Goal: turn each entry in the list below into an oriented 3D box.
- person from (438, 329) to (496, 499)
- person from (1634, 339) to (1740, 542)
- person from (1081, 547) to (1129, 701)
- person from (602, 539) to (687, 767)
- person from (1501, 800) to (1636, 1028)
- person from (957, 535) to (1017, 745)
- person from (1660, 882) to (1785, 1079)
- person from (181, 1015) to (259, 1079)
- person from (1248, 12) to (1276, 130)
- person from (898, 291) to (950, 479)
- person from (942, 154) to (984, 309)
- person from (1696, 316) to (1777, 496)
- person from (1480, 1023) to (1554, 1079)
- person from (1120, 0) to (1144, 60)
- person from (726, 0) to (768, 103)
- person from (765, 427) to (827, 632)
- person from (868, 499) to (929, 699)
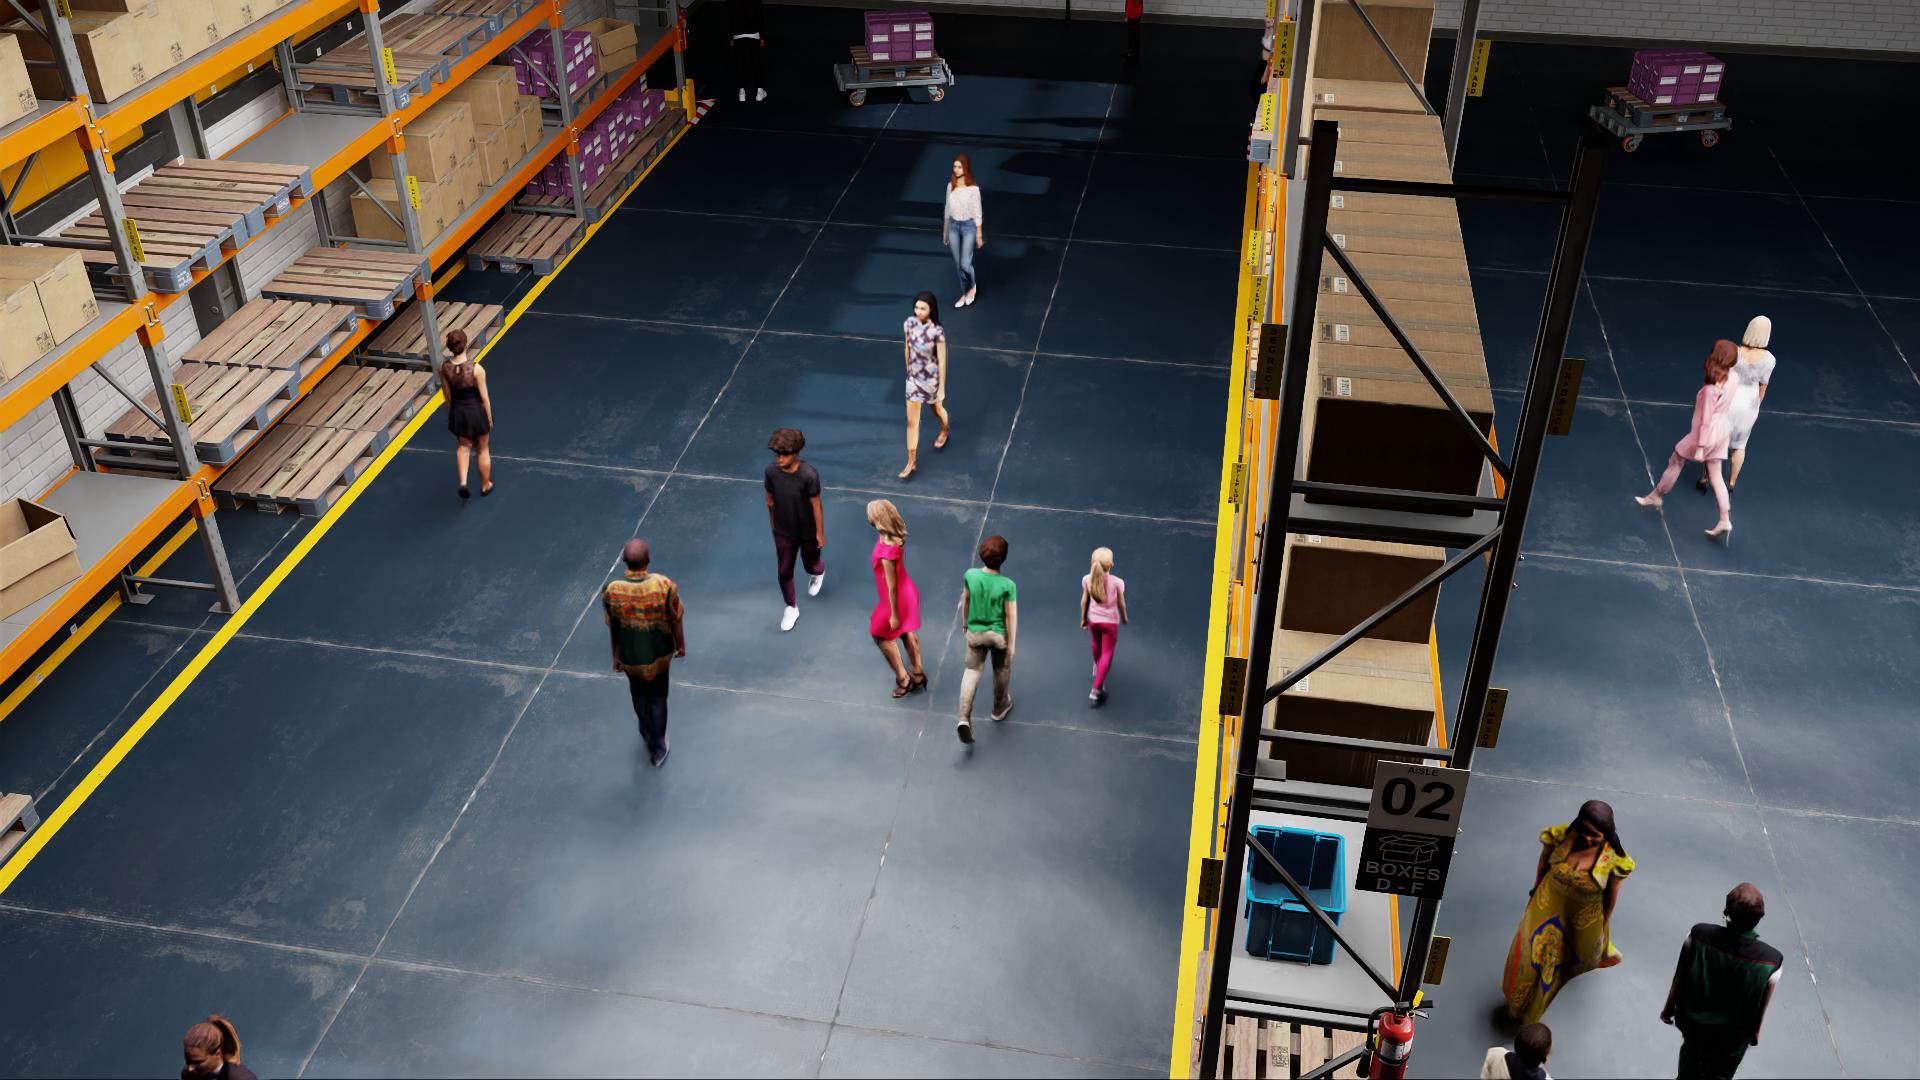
[{"bbox_3d":[-4.340,-1.056,14.590,0.610,1.668,0.781,3,34,5],"label":"person"},{"bbox_3d":[6.431,-0.802,14.133,1.116,1.751,1.177,-21,39,-29],"label":"person"},{"bbox_3d":[1.071,0.623,12.431,0.618,1.262,0.854,15,36,21],"label":"person"},{"bbox_3d":[-2.208,0.836,11.636,0.785,1.787,0.840,-2,34,-3],"label":"person"},{"bbox_3d":[3.632,2.125,9.832,1.061,1.638,1.311,20,38,27],"label":"person"},{"bbox_3d":[0.174,0.730,11.935,0.710,1.632,1.040,13,36,18],"label":"person"},{"bbox_3d":[4.030,2.620,8.936,0.999,1.804,1.195,26,42,34],"label":"person"},{"bbox_3d":[-3.566,3.023,8.433,0.625,1.691,1.181,7,34,11],"label":"person"},{"bbox_3d":[4.250,-6.341,22.489,0.790,1.725,0.643,-2,34,-2],"label":"person"},{"bbox_3d":[-0.270,-1.479,15.207,0.830,1.689,1.213,15,36,21],"label":"person"},{"bbox_3d":[0.077,-3.367,18.015,0.697,1.724,0.715,19,38,26],"label":"person"},{"bbox_3d":[6.872,-1.175,14.693,0.584,1.752,0.540,10,35,15],"label":"person"},{"bbox_3d":[2.829,3.040,8.622,0.655,1.453,0.680,28,43,36],"label":"person"},{"bbox_3d":[2.659,-8.036,25.440,0.639,1.281,0.560,25,41,32],"label":"person"},{"bbox_3d":[-3.043,-7.177,23.663,0.721,1.818,0.647,-1,34,-2],"label":"person"},{"bbox_3d":[-1.263,-0.158,13.156,0.650,1.759,0.918,11,35,15],"label":"person"},{"bbox_3d":[-0.392,0.464,12.269,0.651,1.706,0.561,1,34,2],"label":"person"}]
